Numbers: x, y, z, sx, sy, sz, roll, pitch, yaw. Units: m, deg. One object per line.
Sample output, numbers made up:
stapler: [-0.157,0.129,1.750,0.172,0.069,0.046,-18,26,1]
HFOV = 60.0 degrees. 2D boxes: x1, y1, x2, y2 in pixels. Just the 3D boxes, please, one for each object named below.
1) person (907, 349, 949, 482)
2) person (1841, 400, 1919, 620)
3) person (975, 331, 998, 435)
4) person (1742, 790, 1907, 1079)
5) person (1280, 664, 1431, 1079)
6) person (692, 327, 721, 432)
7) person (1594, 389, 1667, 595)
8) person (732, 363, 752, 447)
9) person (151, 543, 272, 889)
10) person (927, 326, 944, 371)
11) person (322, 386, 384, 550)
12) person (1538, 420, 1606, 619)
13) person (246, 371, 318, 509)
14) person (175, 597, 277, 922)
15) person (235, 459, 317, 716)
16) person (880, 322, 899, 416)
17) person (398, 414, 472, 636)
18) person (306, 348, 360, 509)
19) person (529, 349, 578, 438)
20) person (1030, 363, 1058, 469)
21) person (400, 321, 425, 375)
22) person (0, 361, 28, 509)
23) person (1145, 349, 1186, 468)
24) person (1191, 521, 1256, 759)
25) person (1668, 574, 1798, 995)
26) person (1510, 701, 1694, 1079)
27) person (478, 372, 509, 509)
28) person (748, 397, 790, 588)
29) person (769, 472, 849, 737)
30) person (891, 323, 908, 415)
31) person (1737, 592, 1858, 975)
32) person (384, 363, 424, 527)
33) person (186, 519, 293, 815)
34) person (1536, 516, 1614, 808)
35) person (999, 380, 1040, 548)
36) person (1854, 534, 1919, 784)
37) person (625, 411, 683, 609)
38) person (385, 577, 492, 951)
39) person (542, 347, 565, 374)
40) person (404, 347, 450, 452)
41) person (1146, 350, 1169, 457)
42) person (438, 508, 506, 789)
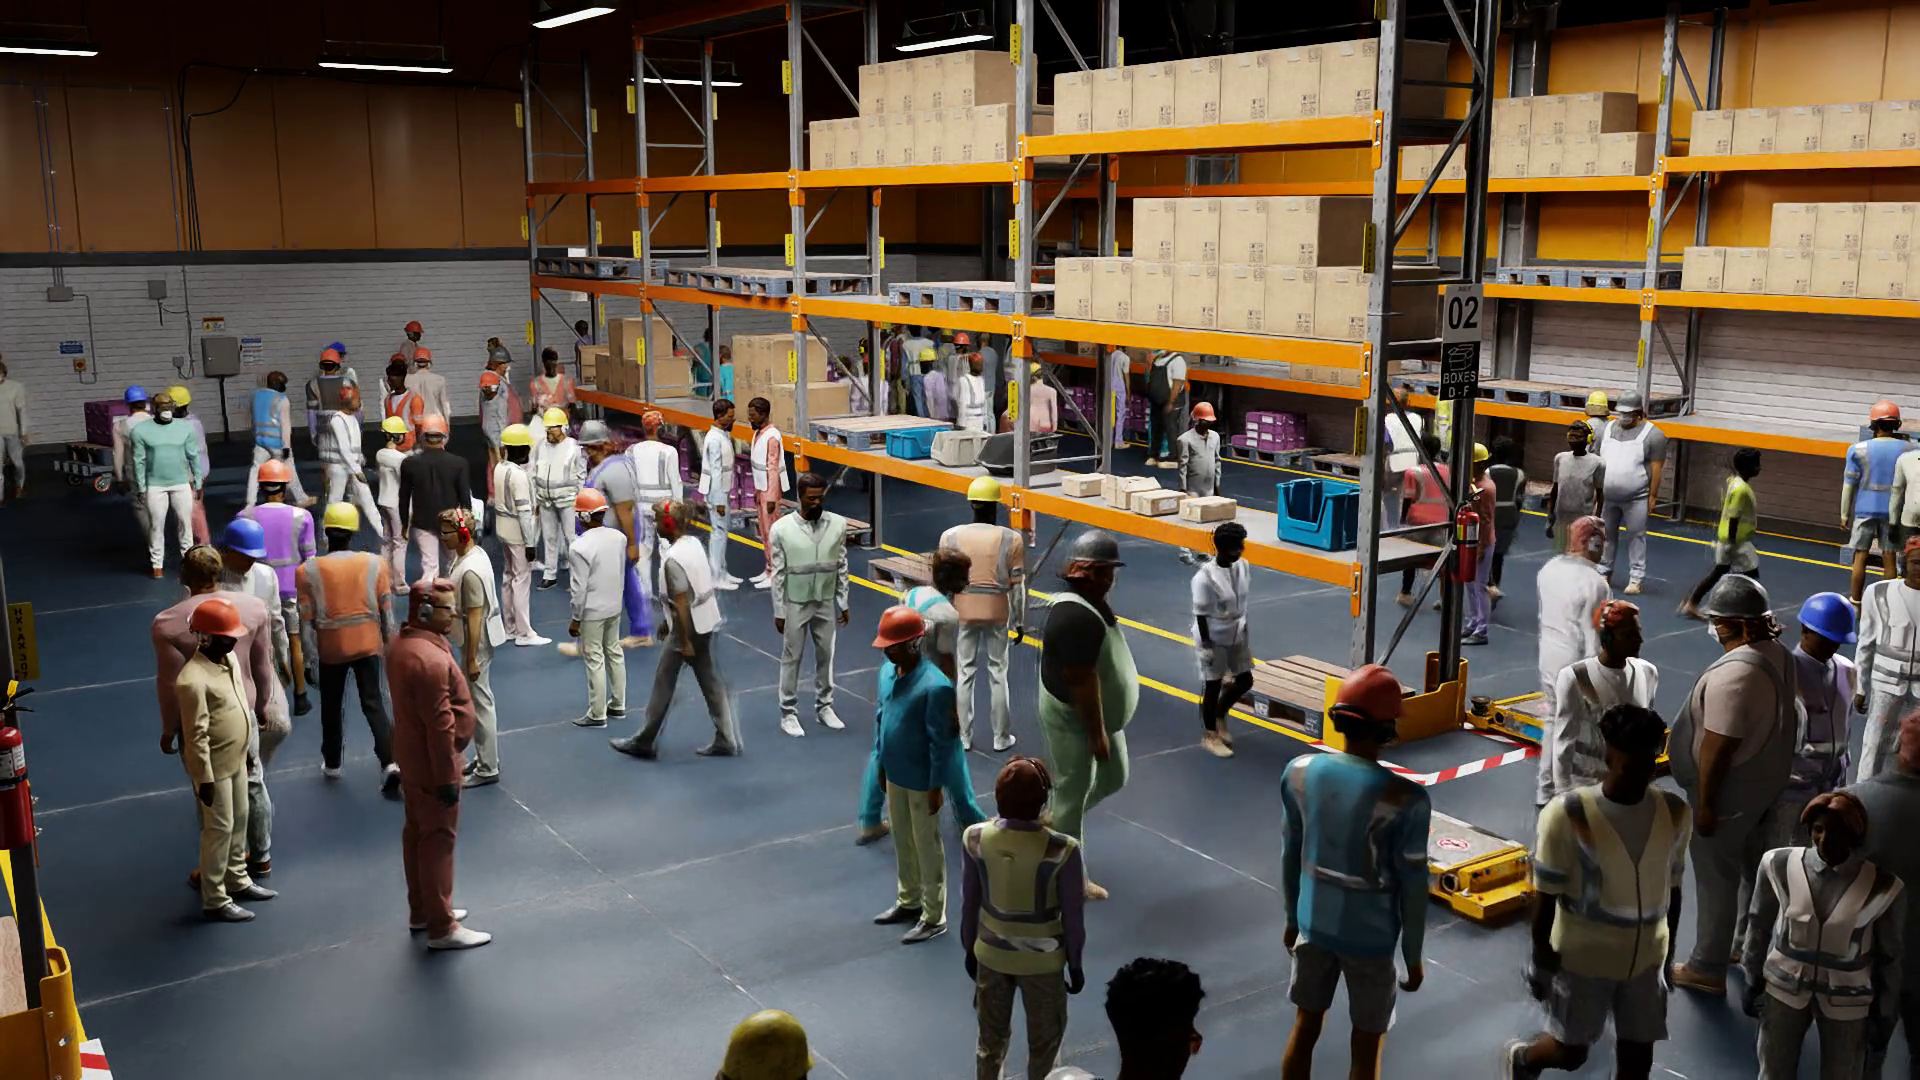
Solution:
person: [-0.404,-1.705,23.016,1.014,1.862,0.587,5,12,26]
person: [8.383,-0.258,15.203,0.610,2.039,0.397,4,12,20]
person: [0.363,-2.298,25.872,0.358,1.938,0.636,6,12,26]
person: [3.170,1.706,6.149,0.517,1.639,0.313,8,14,35]
person: [1.504,1.471,6.356,0.608,2.033,0.421,11,15,44]
person: [-4.322,-2.735,28.435,0.533,1.815,0.502,-2,11,-12]
person: [6.522,-0.492,16.368,0.683,2.000,0.535,10,15,42]
person: [-3.409,-2.285,26.431,0.540,1.695,0.317,-9,14,-38]
person: [-4.091,0.970,9.148,0.372,1.940,0.627,9,15,40]
person: [-0.457,-3.220,30.884,0.429,1.836,0.629,-3,11,-15]
person: [-6.664,-0.773,18.330,1.005,1.828,0.567,1,11,6]
person: [5.583,-0.165,15.147,0.513,1.867,0.328,10,15,42]
person: [-8.548,-1.203,20.726,0.695,1.778,0.995,5,12,22]
person: [-3.866,1.148,8.751,0.353,1.739,0.575,-1,11,-3]
person: [-5.039,0.363,12.309,0.549,1.924,0.389,-4,12,-21]
person: [-1.335,-3.096,30.259,0.403,1.825,0.594,-7,13,-32]
person: [-4.688,-0.152,14.885,0.627,1.938,1.033,-3,12,-16]
person: [-7.879,-1.389,20.951,0.615,2.043,0.373,-4,12,-19]
person: [-5.460,-1.608,22.327,0.613,1.946,0.796,-4,12,-21]
person: [1.065,-1.557,22.666,0.531,1.709,0.813,3,11,13]
person: [-8.928,-2.584,27.223,0.412,1.985,0.615,1,11,5]
person: [-12.277,-1.388,21.352,0.619,1.902,0.909,-5,12,-25]
person: [3.006,-2.082,24.506,0.545,2.000,0.720,-6,13,-29]
person: [1.789,0.682,11.293,0.564,1.666,0.400,-9,14,-37]
person: [3.677,1.144,7.996,0.680,2.000,0.535,-9,14,-38]
person: [2.426,1.524,6.316,0.608,1.947,0.754,-2,11,-8]
person: [-5.882,-1.248,21.020,0.365,1.743,0.558,-8,14,-35]
person: [-1.928,-0.481,16.667,0.410,1.908,0.598,-4,12,-21]
person: [-1.079,0.450,11.904,0.588,1.907,0.395,-6,13,-30]
person: [-1.123,-3.137,30.406,0.389,1.846,0.566,-3,11,-13]
person: [4.061,1.188,8.035,0.603,1.938,0.401,-4,12,-20]
person: [-6.639,-1.134,19.884,0.608,1.961,0.370,6,13,30]
person: [-4.358,0.804,10.080,0.529,1.904,0.730,6,13,29]
person: [3.839,0.788,10.219,0.505,1.886,0.684,-3,11,-14]
person: [0.617,-0.824,18.451,0.401,1.900,0.636,8,14,35]
person: [5.582,0.878,9.797,0.572,1.877,0.353,6,12,27]
person: [-2.857,-0.274,15.658,0.574,1.883,0.355,4,12,19]
person: [-2.663,1.123,8.467,0.399,1.902,0.642,-7,13,-31]
person: [-6.481,-2.259,26.460,0.284,1.633,0.498,7,13,34]
person: [-7.013,-1.533,21.852,0.617,1.984,0.410,-3,11,-14]
person: [3.094,-2.239,25.627,0.391,1.920,0.593,-8,14,-36]
person: [-3.161,0.692,10.842,0.394,1.836,0.560,-4,12,-17]
